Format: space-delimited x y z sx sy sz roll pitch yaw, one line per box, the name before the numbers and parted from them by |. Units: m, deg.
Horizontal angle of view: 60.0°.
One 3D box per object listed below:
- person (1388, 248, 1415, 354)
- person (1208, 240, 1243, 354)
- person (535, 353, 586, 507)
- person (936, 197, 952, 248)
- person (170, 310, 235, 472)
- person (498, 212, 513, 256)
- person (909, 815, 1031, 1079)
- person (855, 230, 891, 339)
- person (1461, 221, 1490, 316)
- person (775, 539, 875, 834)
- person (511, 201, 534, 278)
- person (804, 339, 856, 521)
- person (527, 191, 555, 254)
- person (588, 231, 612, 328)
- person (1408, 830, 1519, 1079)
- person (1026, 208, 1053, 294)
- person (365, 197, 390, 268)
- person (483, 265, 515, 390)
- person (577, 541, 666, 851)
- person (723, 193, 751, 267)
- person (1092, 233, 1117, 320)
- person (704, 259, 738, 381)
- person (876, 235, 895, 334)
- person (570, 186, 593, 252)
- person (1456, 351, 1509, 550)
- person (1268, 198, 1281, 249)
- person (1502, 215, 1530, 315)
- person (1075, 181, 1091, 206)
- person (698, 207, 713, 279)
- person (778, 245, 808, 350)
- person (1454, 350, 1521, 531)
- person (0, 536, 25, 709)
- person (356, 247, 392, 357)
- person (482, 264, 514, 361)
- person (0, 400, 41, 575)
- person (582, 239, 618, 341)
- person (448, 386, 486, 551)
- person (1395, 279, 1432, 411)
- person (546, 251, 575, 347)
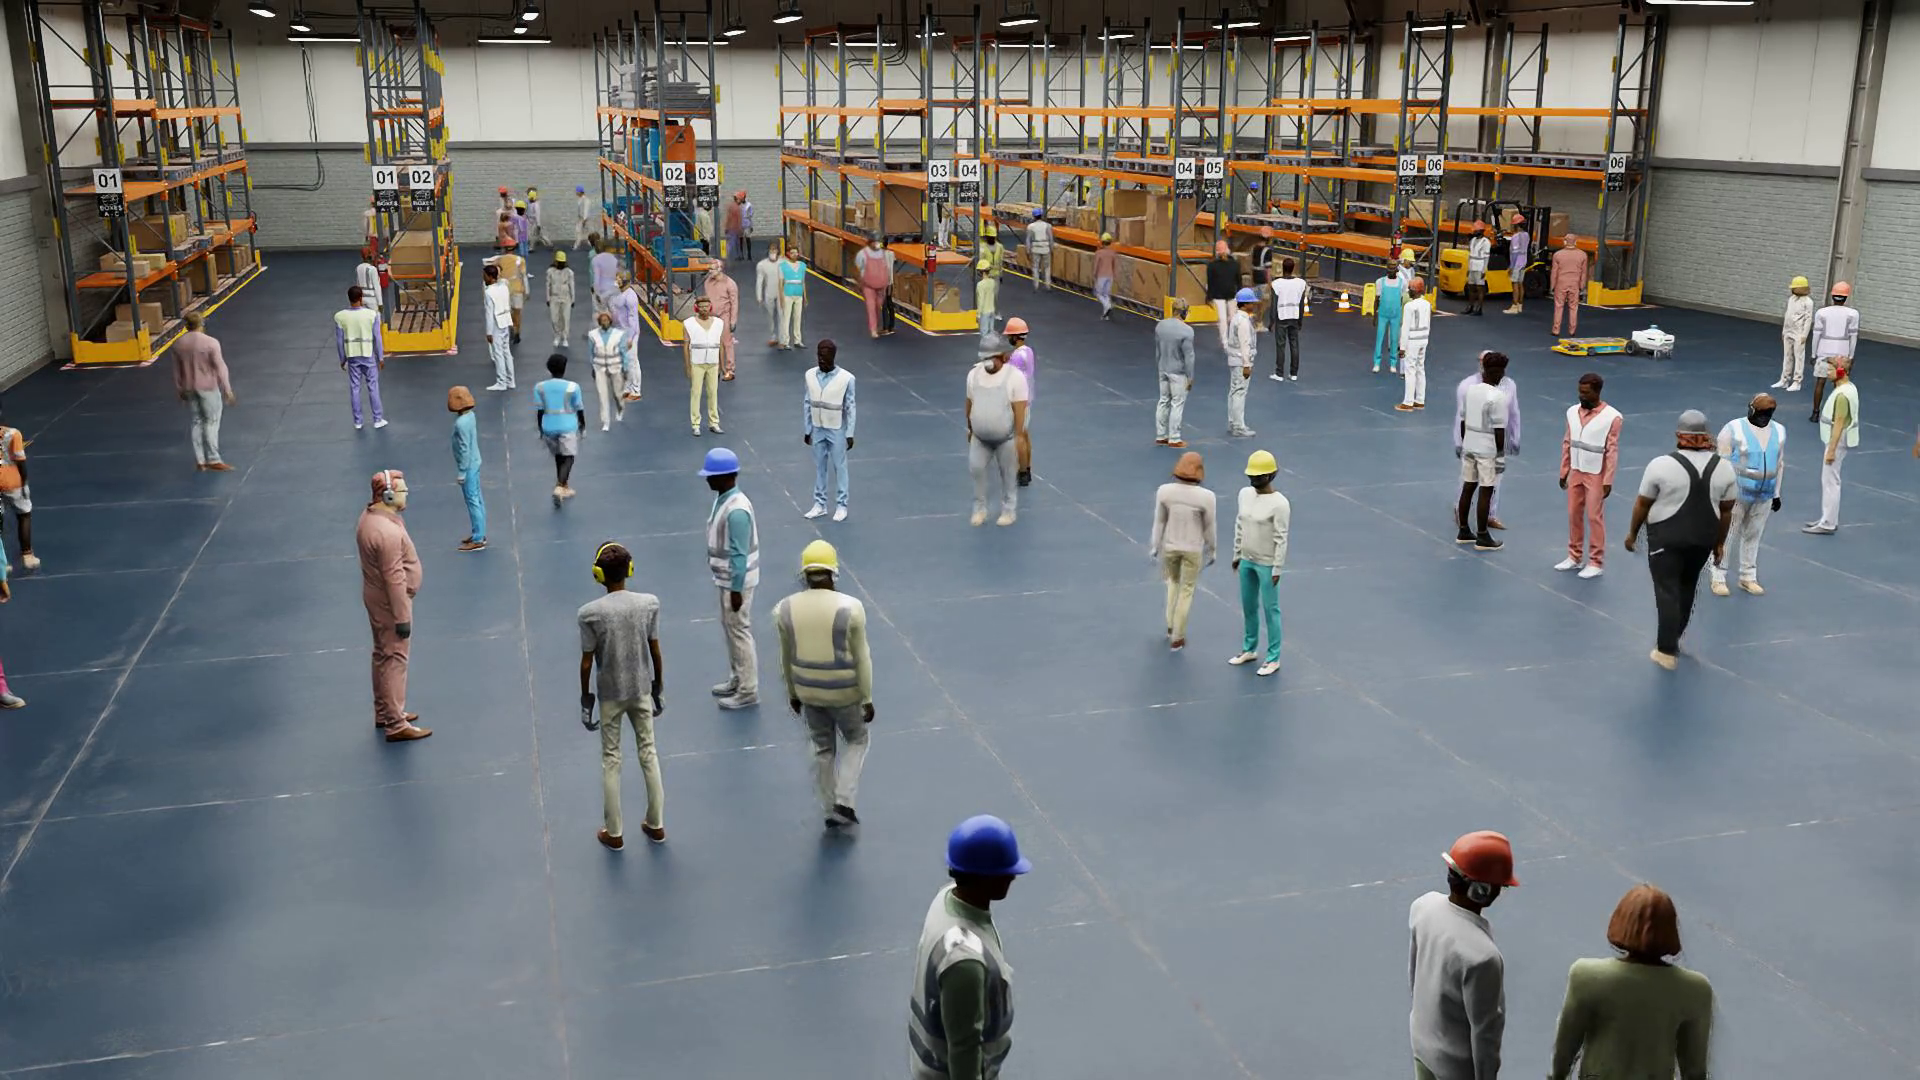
person | 7.724 -4.167 29.029 0.588 1.827 0.403 -12 19 -37
person | 4.620 -4.260 29.105 0.644 1.969 0.585 -2 15 -6
person | -4.383 -1.205 18.185 0.537 1.670 0.777 2 15 7
person | -0.461 -9.599 49.464 0.430 1.835 0.632 7 16 25
person | -9.014 -1.766 19.830 0.726 1.921 0.416 3 15 11
person | -11.210 -7.276 41.084 0.314 1.642 0.514 -13 20 -40
person | 0.032 1.897 6.010 0.428 1.939 0.600 -1 15 -3
person | -1.617 -4.845 31.169 0.675 2.000 0.978 -6 16 -20
person | 10.557 -5.555 34.083 0.415 1.925 0.556 -7 16 -24
person | -0.790 0.894 10.012 0.612 1.804 0.430 5 16 18
person | -10.849 -7.408 41.117 0.562 1.893 0.635 2 15 6
person | -1.372 -1.166 17.558 0.587 1.920 0.395 7 16 25
person | -12.093 -9.119 47.722 0.823 1.799 0.600 -4 15 -15
person | -6.814 -4.856 31.427 0.364 1.933 0.630 4 15 14
person | 1.894 1.916 6.293 0.336 1.743 0.561 -3 15 -12
person | 1.815 -6.605 38.011 0.622 1.924 0.446 -2 15 -6
person | -14.817 -7.763 42.320 0.609 1.955 0.994 -4 15 -14
person | -7.039 -3.233 25.361 0.401 1.914 0.592 3 15 12
person | -1.990 0.921 9.822 0.518 1.861 0.324 -7 17 -26
person | -5.933 -8.251 44.241 1.030 1.895 0.711 -9 18 -31
person | 2.919 -5.258 33.275 0.546 1.752 0.471 -7 17 -26
person | -3.809 -3.467 26.246 0.651 1.904 0.403 9 17 30
person | -1.431 -4.818 31.408 0.328 1.865 0.521 8 17 29
person | -10.896 -9.349 48.410 0.607 1.903 0.989 12 19 39
person | 5.179 -0.887 16.432 0.388 1.958 0.601 -6 16 -21
person | 8.879 -8.830 46.970 0.290 1.629 0.498 4 15 16
person | 11.471 -5.676 34.307 0.393 2.036 0.605 13 20 40
person | 3.752 -10.064 51.075 0.711 1.915 0.489 -11 18 -35
person | -6.263 -7.468 41.156 0.415 1.985 0.611 -1 15 -5
person | -2.972 -4.310 29.526 0.563 1.847 0.389 -11 19 -37
person | 5.428 -1.015 17.066 0.704 1.881 0.423 -5 16 -19
person | -7.077 0.318 11.857 0.409 1.986 0.610 7 16 24
person | -10.155 -4.111 28.713 0.575 1.883 0.355 11 19 36
person | -7.854 -3.871 28.266 0.307 1.643 0.514 13 20 40
person | -8.971 -0.504 15.540 0.547 1.671 0.521 -2 15 -7
person | -6.489 -4.498 30.134 0.947 1.893 0.646 10 18 34
person | -4.859 -0.708 16.380 0.279 1.634 0.497 -2 15 -6
person | 6.484 -2.775 23.709 0.567 1.878 0.363 -12 19 -39
person | -7.135 -4.308 29.757 0.506 1.711 0.480 -3 15 -11
